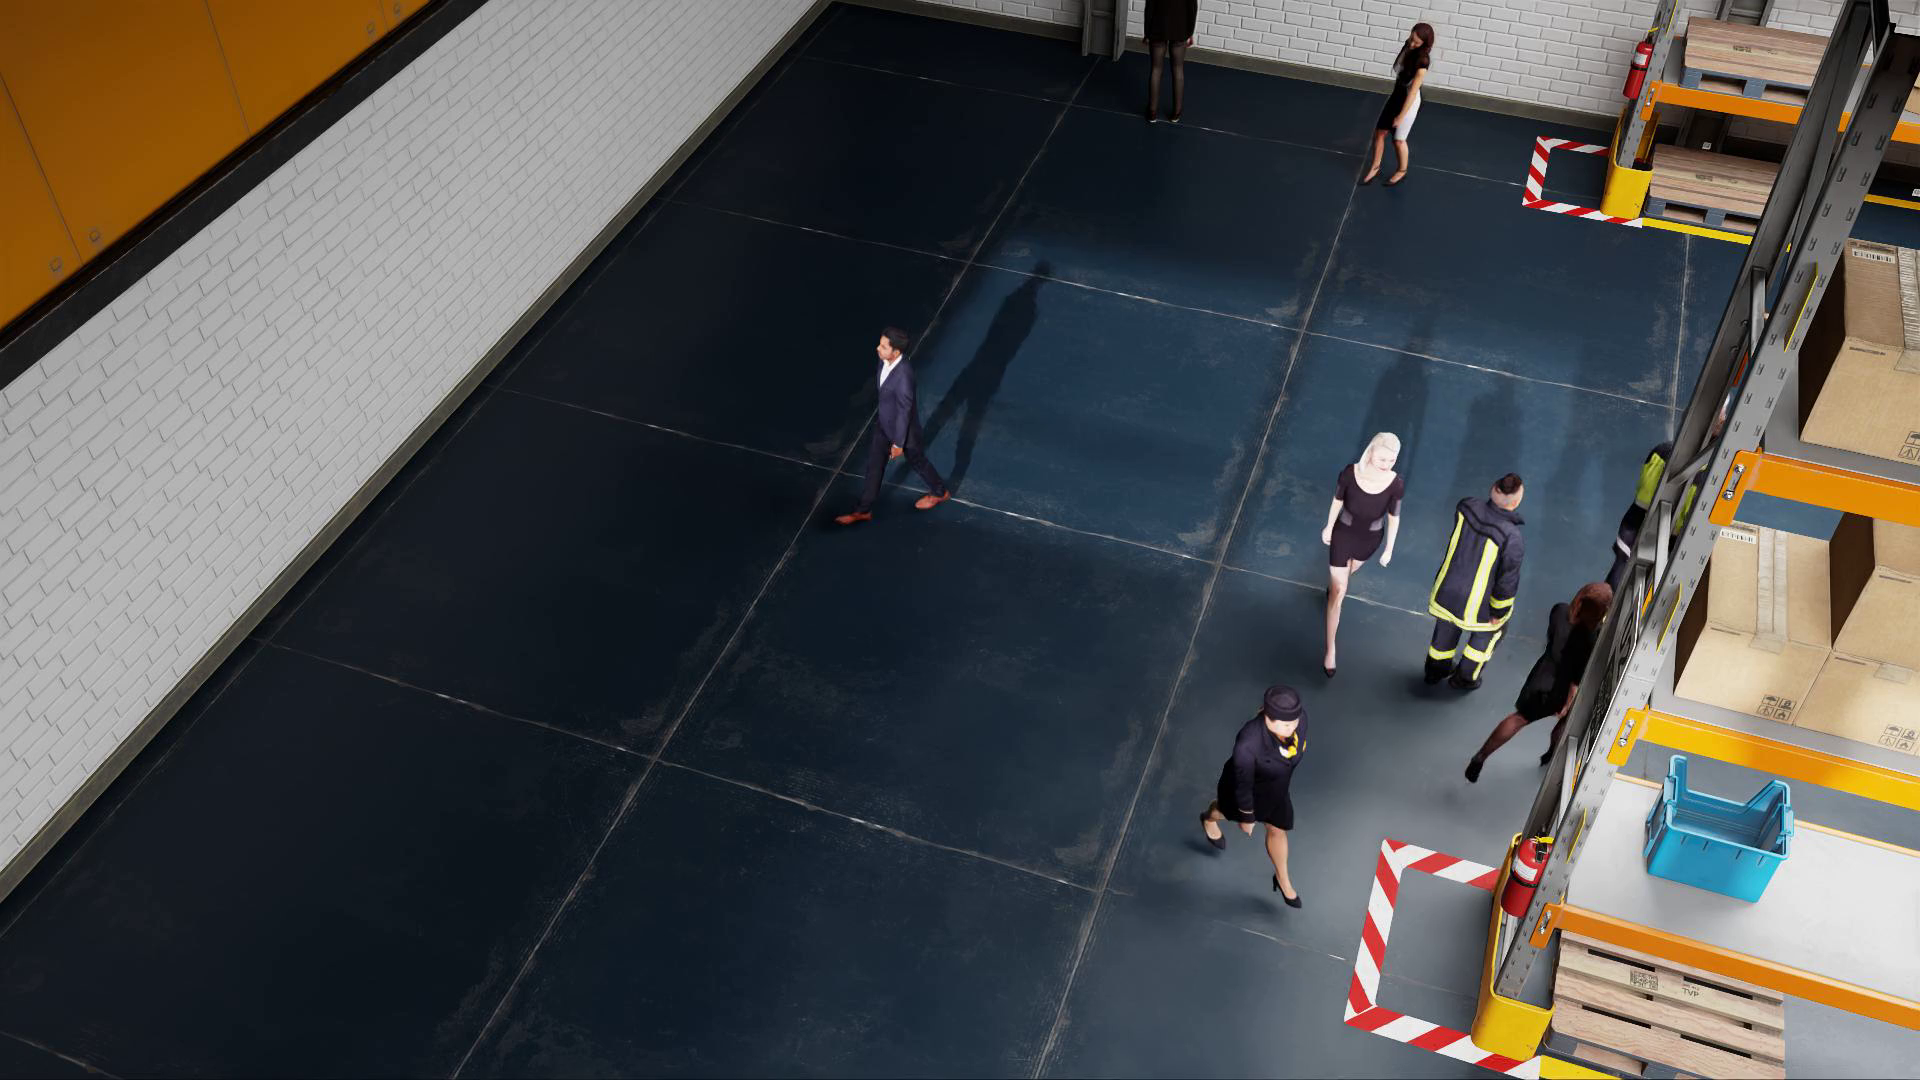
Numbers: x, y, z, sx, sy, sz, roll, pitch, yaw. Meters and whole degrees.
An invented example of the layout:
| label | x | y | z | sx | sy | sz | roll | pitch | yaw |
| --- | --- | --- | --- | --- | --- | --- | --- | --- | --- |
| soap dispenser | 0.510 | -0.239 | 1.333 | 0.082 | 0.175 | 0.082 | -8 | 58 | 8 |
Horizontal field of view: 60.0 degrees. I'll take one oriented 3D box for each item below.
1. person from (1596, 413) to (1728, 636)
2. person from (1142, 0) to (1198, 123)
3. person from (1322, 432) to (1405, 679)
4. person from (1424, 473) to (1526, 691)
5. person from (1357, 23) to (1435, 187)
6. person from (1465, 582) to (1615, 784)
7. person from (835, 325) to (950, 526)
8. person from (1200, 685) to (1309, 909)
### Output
| label | x | y | z | sx | sy | sz | roll | pitch | yaw |
| --- | --- | --- | --- | --- | --- | --- | --- | --- | --- |
| person | 4.504 | -0.013 | 10.816 | 1.258 | 1.945 | 1.240 | -22 | 48 | -22 |
| person | 2.020 | -4.894 | 16.045 | 0.582 | 1.799 | 0.765 | 4 | 44 | 5 |
| person | 2.628 | -0.056 | 10.985 | 1.185 | 1.775 | 0.814 | 8 | 44 | 9 |
| person | 3.211 | 0.303 | 10.551 | 0.954 | 1.853 | 0.862 | -27 | 50 | -25 |
| person | 4.050 | -3.927 | 15.068 | 0.903 | 1.746 | 0.852 | -3 | 44 | -3 |
| person | 3.524 | 0.911 | 10.043 | 1.062 | 1.673 | 1.030 | -19 | 47 | -19 |
| person | -0.348 | -0.802 | 11.838 | 1.195 | 1.678 | 1.114 | -16 | 46 | -16 |
| person | 1.671 | 1.361 | 9.609 | 1.109 | 1.620 | 1.203 | -22 | 48 | -21 |
